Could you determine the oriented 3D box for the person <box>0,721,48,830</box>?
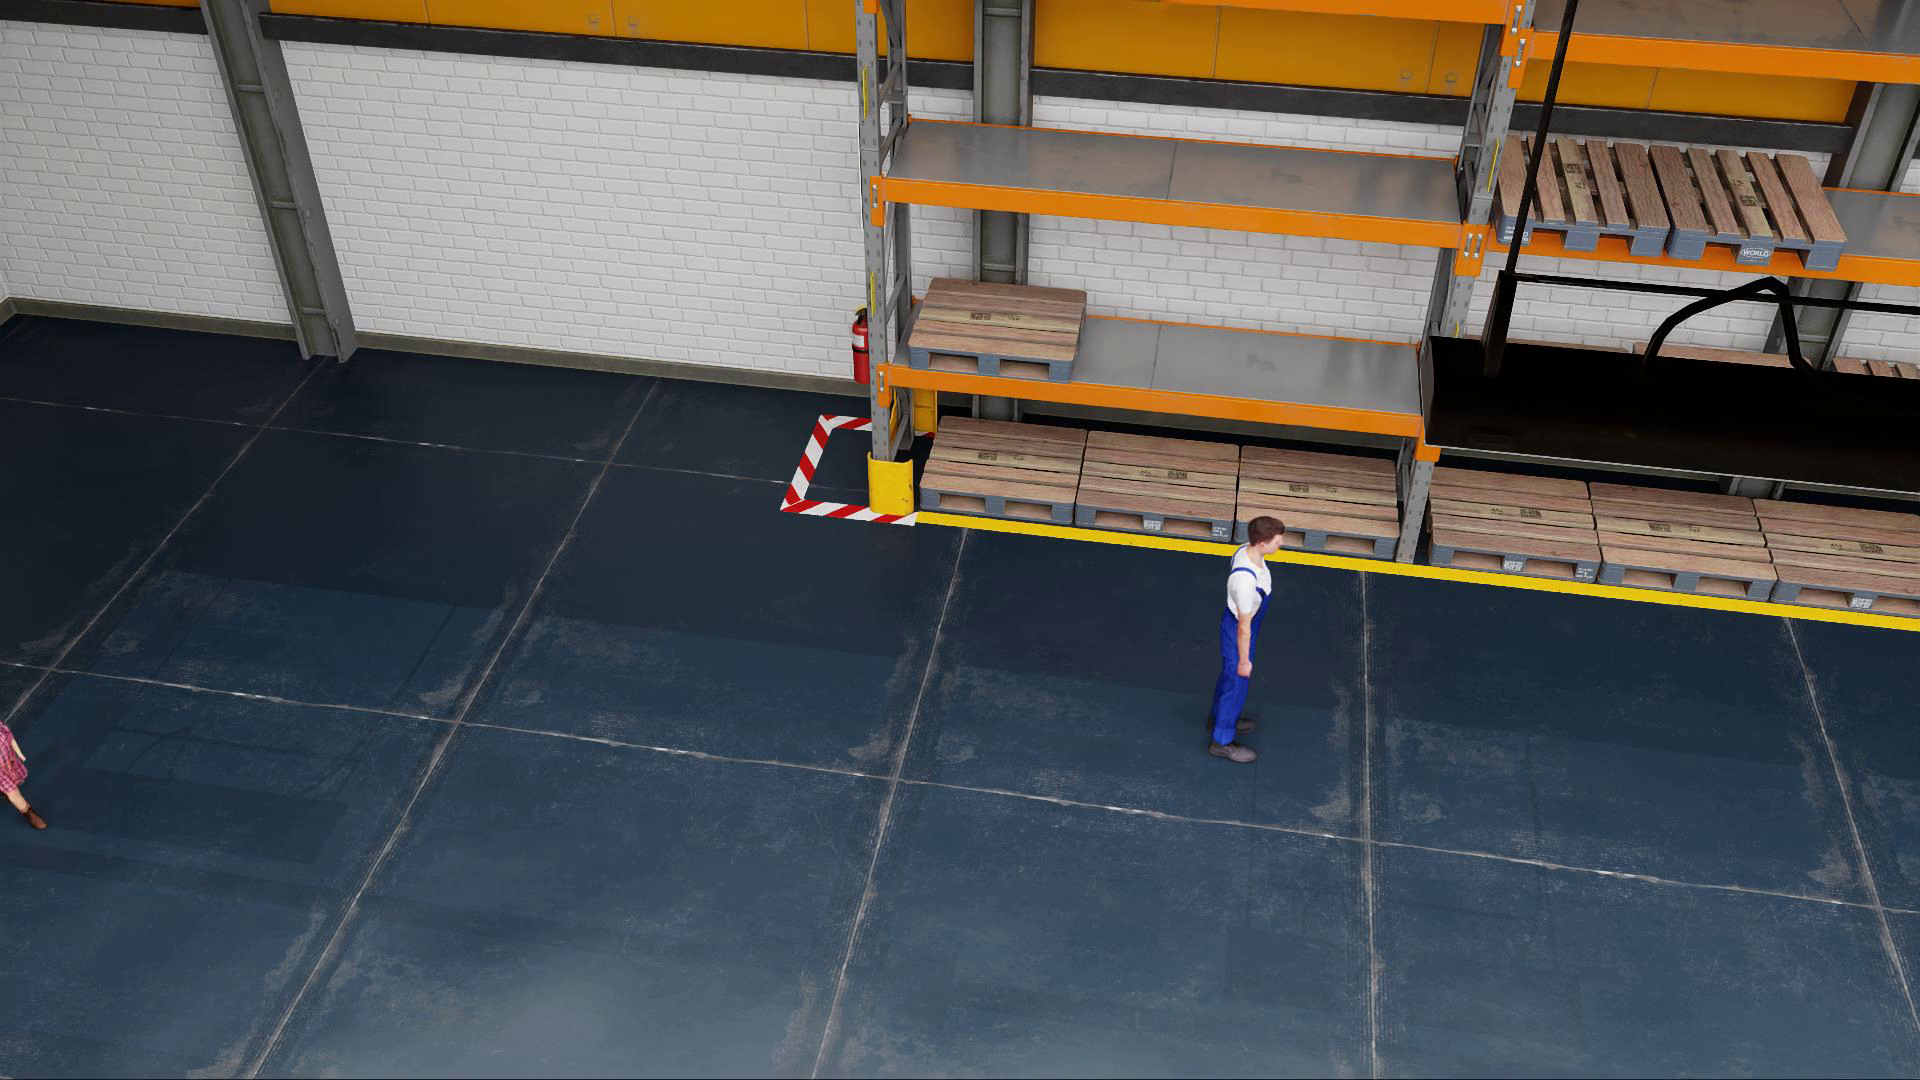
[{"bbox_3d":[-5.900,1.341,10.190,0.711,1.010,0.549,20,43,23],"label":"person"}]

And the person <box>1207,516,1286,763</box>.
[{"bbox_3d":[1.757,0.593,10.456,0.585,1.848,0.632,8,39,10],"label":"person"}]
